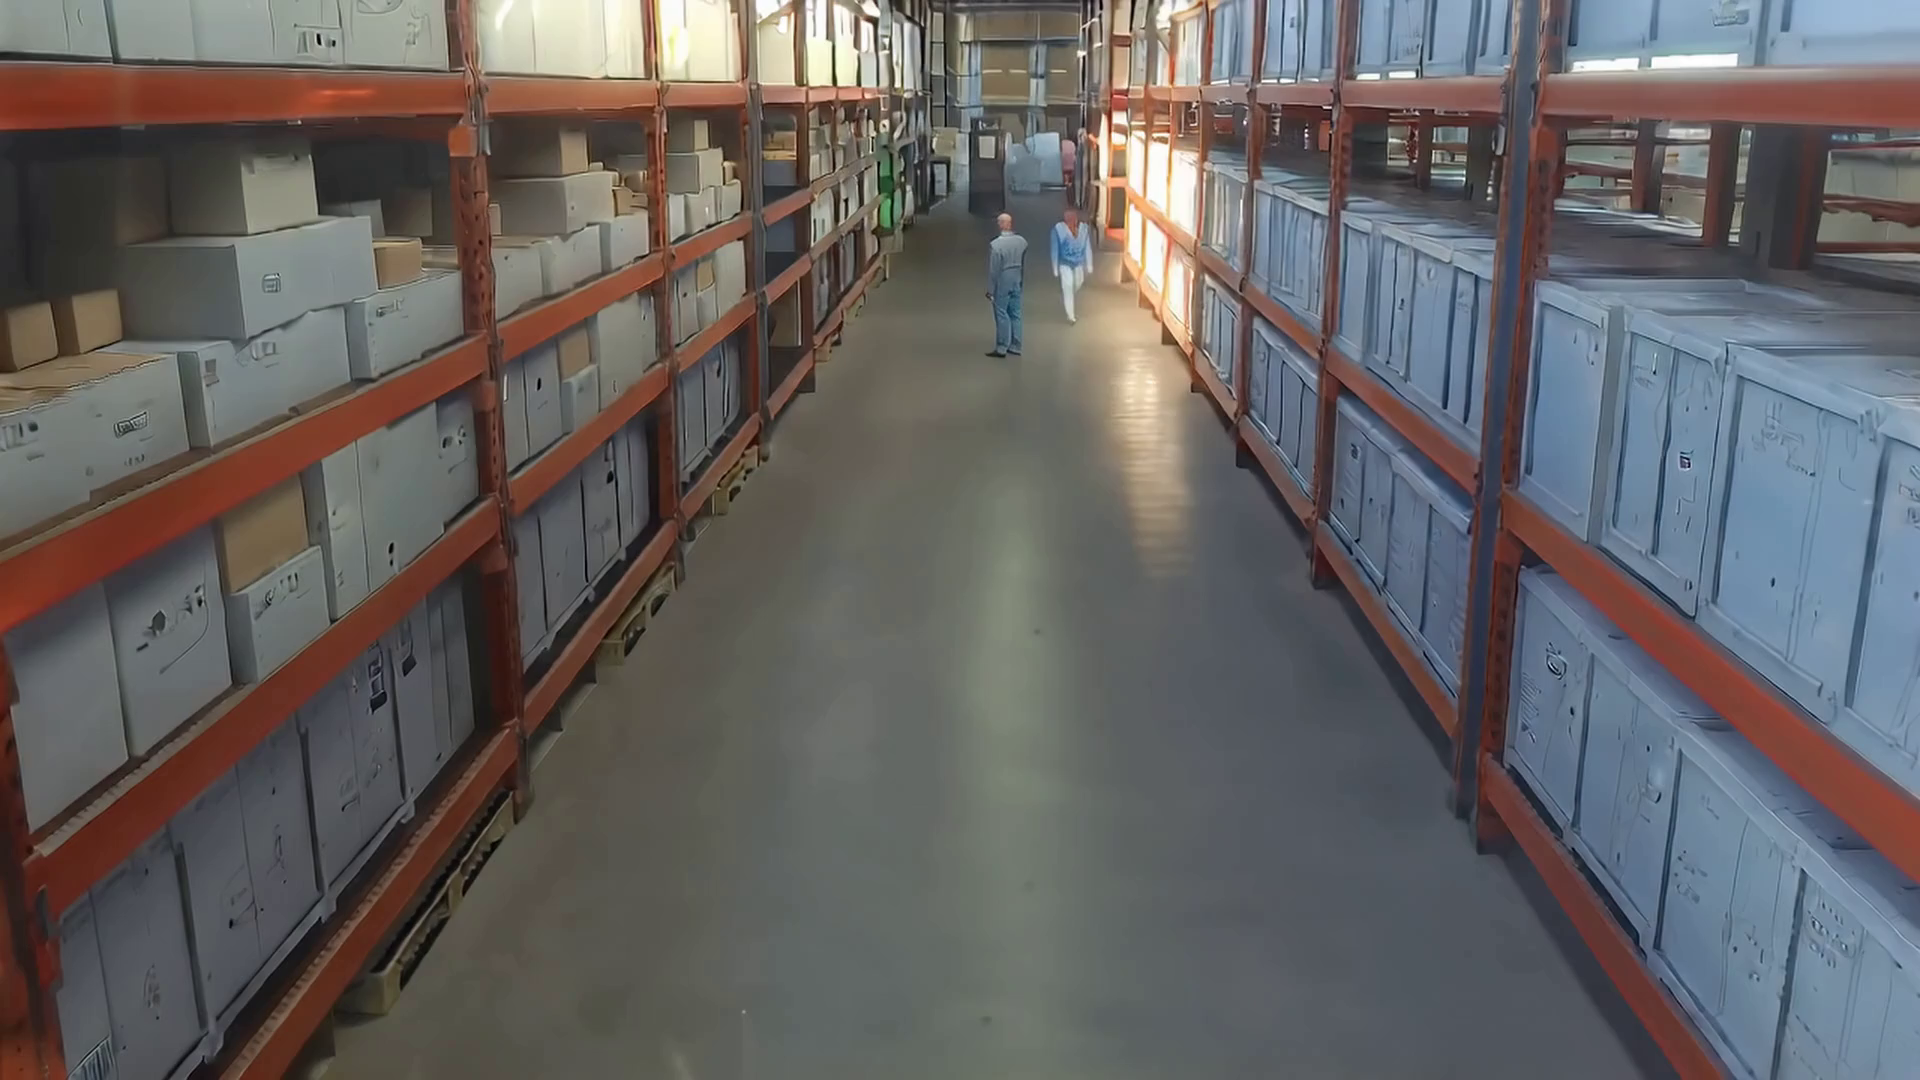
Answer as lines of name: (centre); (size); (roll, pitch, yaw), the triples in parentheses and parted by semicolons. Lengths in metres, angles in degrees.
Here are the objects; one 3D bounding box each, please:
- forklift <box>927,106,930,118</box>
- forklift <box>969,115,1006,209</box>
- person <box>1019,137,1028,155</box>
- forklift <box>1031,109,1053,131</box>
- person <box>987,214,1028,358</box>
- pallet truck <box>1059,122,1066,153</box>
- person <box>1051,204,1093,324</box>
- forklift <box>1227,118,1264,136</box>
forklift: (-1.918, -21.452, 87.608); (1.129, 2.768, 1.873); (0, 15, 2)
forklift: (0.840, -11.632, 51.070); (1.129, 2.768, 1.873); (0, 15, 2)
person: (2.387, -14.478, 63.632); (0.429, 1.842, 0.633); (-6, 16, -20)
forklift: (3.409, -16.577, 69.470); (1.129, 2.768, 1.873); (0, 15, 2)
person: (0.603, -3.401, 22.303); (0.640, 1.904, 0.409); (-14, 20, -41)
pallet truck: (5.788, -21.111, 88.014); (1.885, 1.965, 0.823); (5, 16, 18)
person: (1.714, -4.290, 25.780); (0.617, 1.815, 0.895); (-5, 16, -17)
forklift: (7.607, -9.913, 44.676); (1.129, 2.768, 1.873); (5, 16, 18)
